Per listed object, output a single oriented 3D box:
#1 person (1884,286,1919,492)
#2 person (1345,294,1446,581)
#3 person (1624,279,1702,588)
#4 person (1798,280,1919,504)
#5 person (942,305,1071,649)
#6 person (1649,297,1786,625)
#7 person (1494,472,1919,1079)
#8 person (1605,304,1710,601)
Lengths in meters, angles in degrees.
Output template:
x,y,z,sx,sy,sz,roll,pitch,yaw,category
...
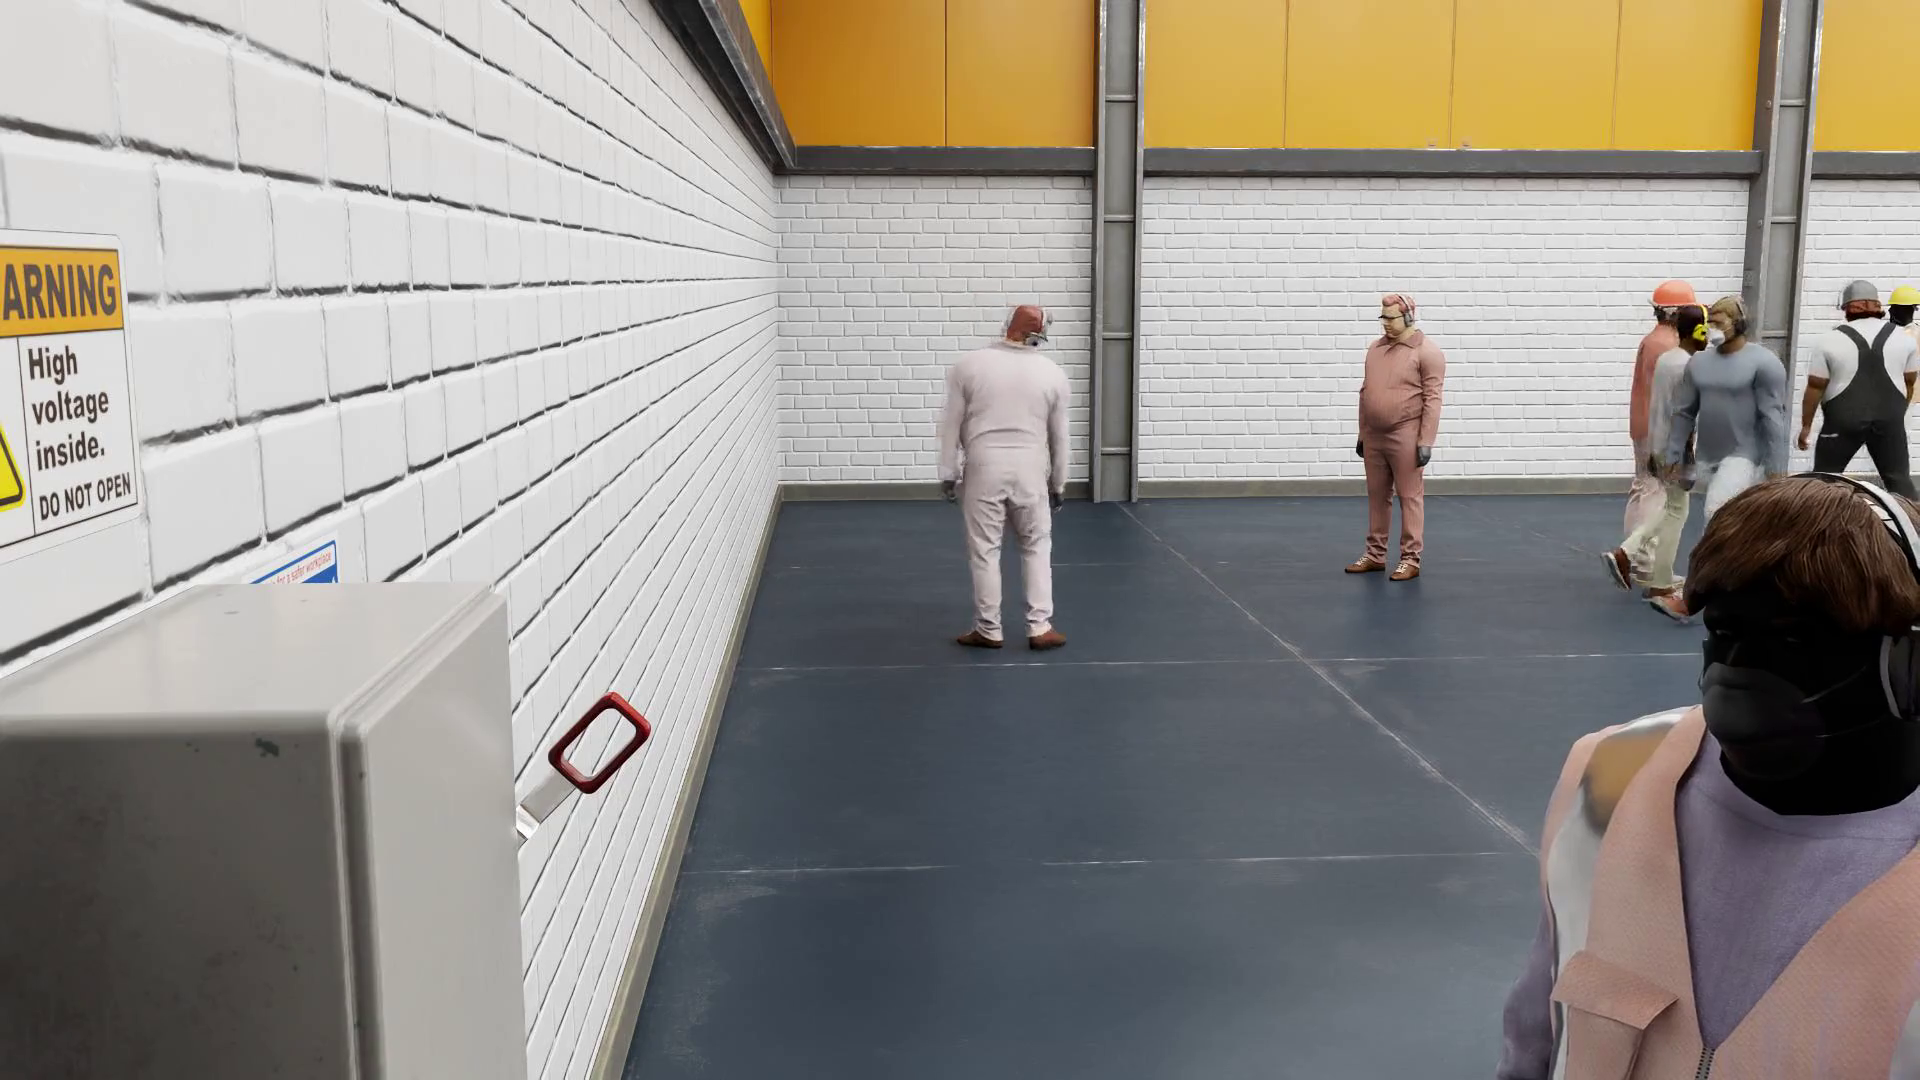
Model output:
x,y,z,sx,sy,sz,roll,pitch,yaw,category
8.293,-1.271,14.689,0.370,1.928,0.585,5,11,31,person
2.888,-0.683,11.090,0.407,1.902,0.639,-6,11,-34,person
4.585,-0.697,10.876,0.395,1.994,0.612,1,9,8,person
6.470,-0.877,11.865,0.881,2.000,0.617,3,9,15,person
0.260,-0.320,8.942,0.712,1.867,0.439,-1,9,-7,person
4.368,-0.454,9.681,1.022,1.886,0.649,-4,10,-23,person
0.786,0.850,1.648,0.429,1.844,0.626,-7,12,-38,person
4.339,-0.519,10.210,0.488,1.844,0.564,0,9,-1,person
